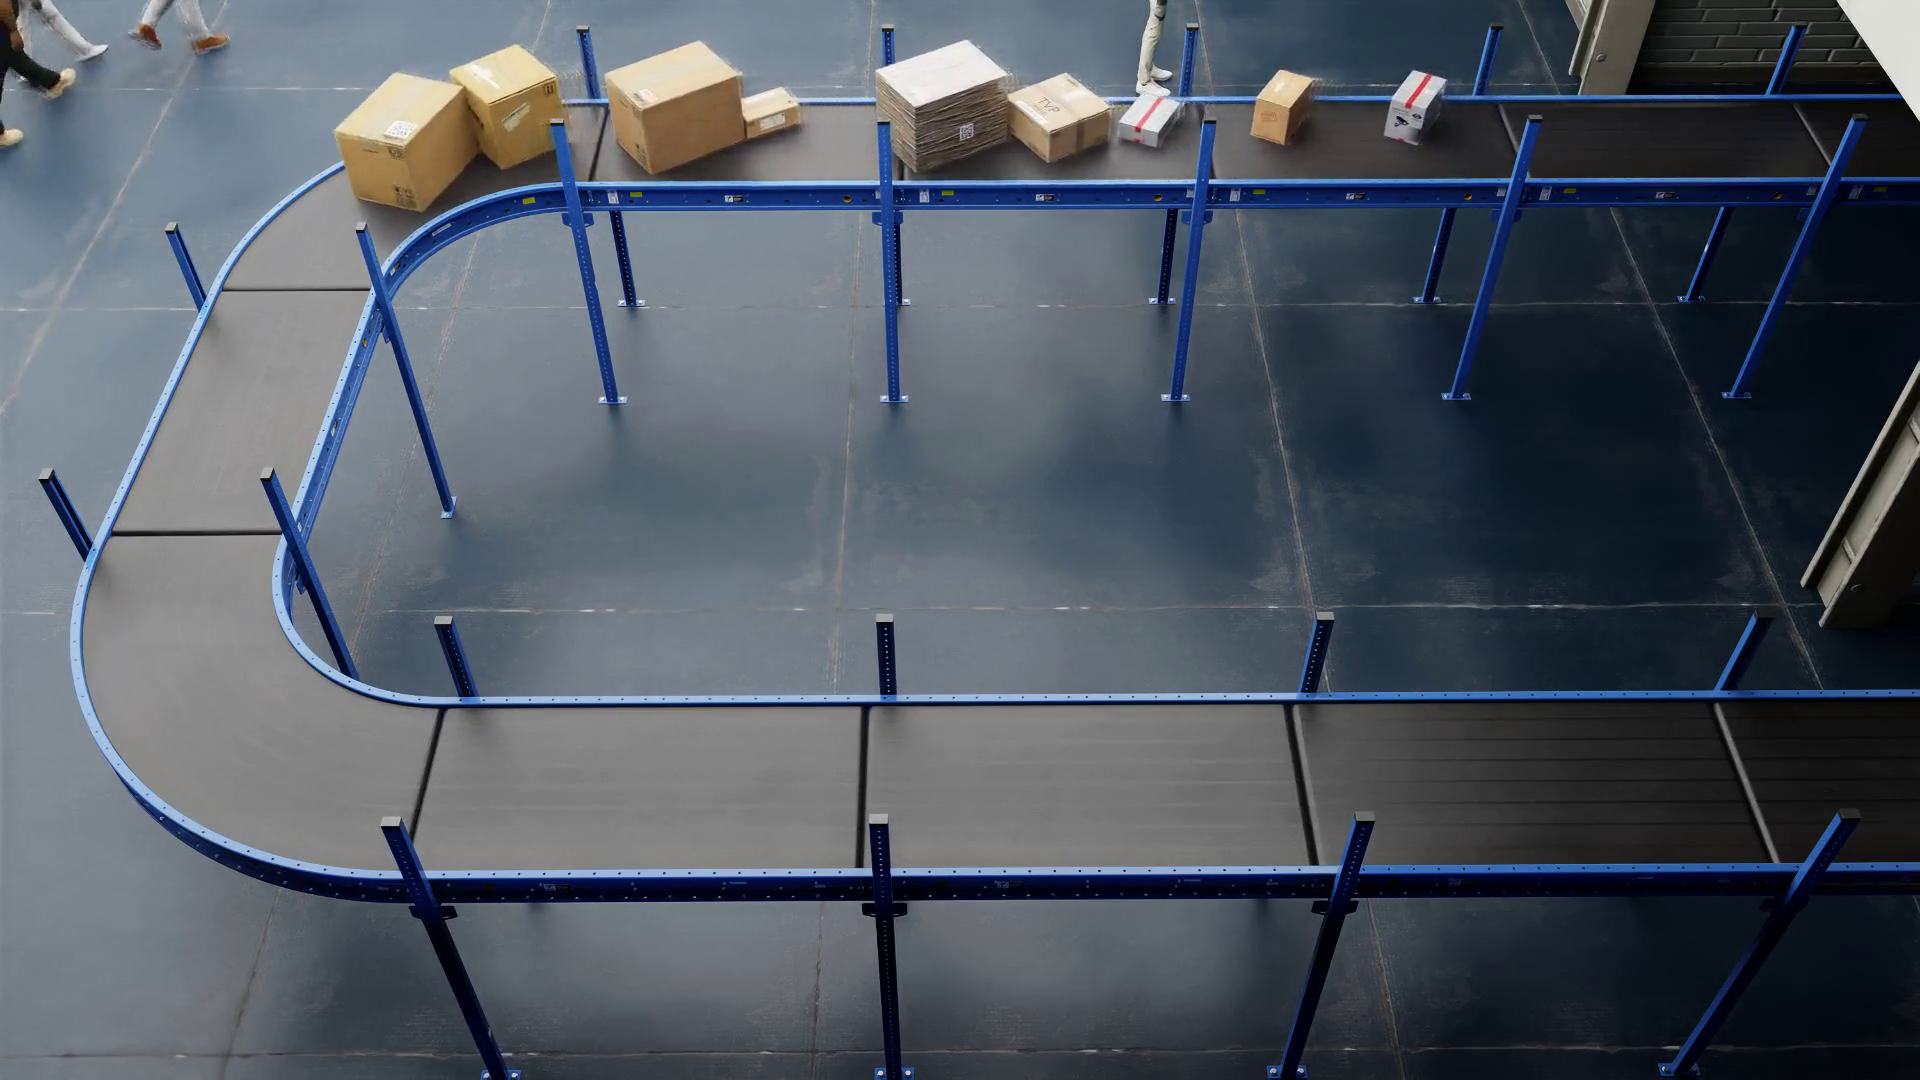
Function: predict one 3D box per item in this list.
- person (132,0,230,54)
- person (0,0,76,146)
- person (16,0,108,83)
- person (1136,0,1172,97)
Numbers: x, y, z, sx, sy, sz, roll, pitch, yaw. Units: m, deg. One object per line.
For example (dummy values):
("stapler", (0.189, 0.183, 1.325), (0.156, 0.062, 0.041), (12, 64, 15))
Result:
("person", (-6.860, -4.997, 14.623), (0.645, 1.930, 0.615), (-30, 54, -25))
("person", (-7.899, -4.272, 13.900), (0.693, 2.000, 1.119), (23, 51, 20))
("person", (-7.928, -4.710, 14.578), (0.526, 1.592, 0.777), (25, 52, 22))
("person", (1.684, -4.592, 14.299), (0.318, 1.857, 0.520), (4, 47, 4))
